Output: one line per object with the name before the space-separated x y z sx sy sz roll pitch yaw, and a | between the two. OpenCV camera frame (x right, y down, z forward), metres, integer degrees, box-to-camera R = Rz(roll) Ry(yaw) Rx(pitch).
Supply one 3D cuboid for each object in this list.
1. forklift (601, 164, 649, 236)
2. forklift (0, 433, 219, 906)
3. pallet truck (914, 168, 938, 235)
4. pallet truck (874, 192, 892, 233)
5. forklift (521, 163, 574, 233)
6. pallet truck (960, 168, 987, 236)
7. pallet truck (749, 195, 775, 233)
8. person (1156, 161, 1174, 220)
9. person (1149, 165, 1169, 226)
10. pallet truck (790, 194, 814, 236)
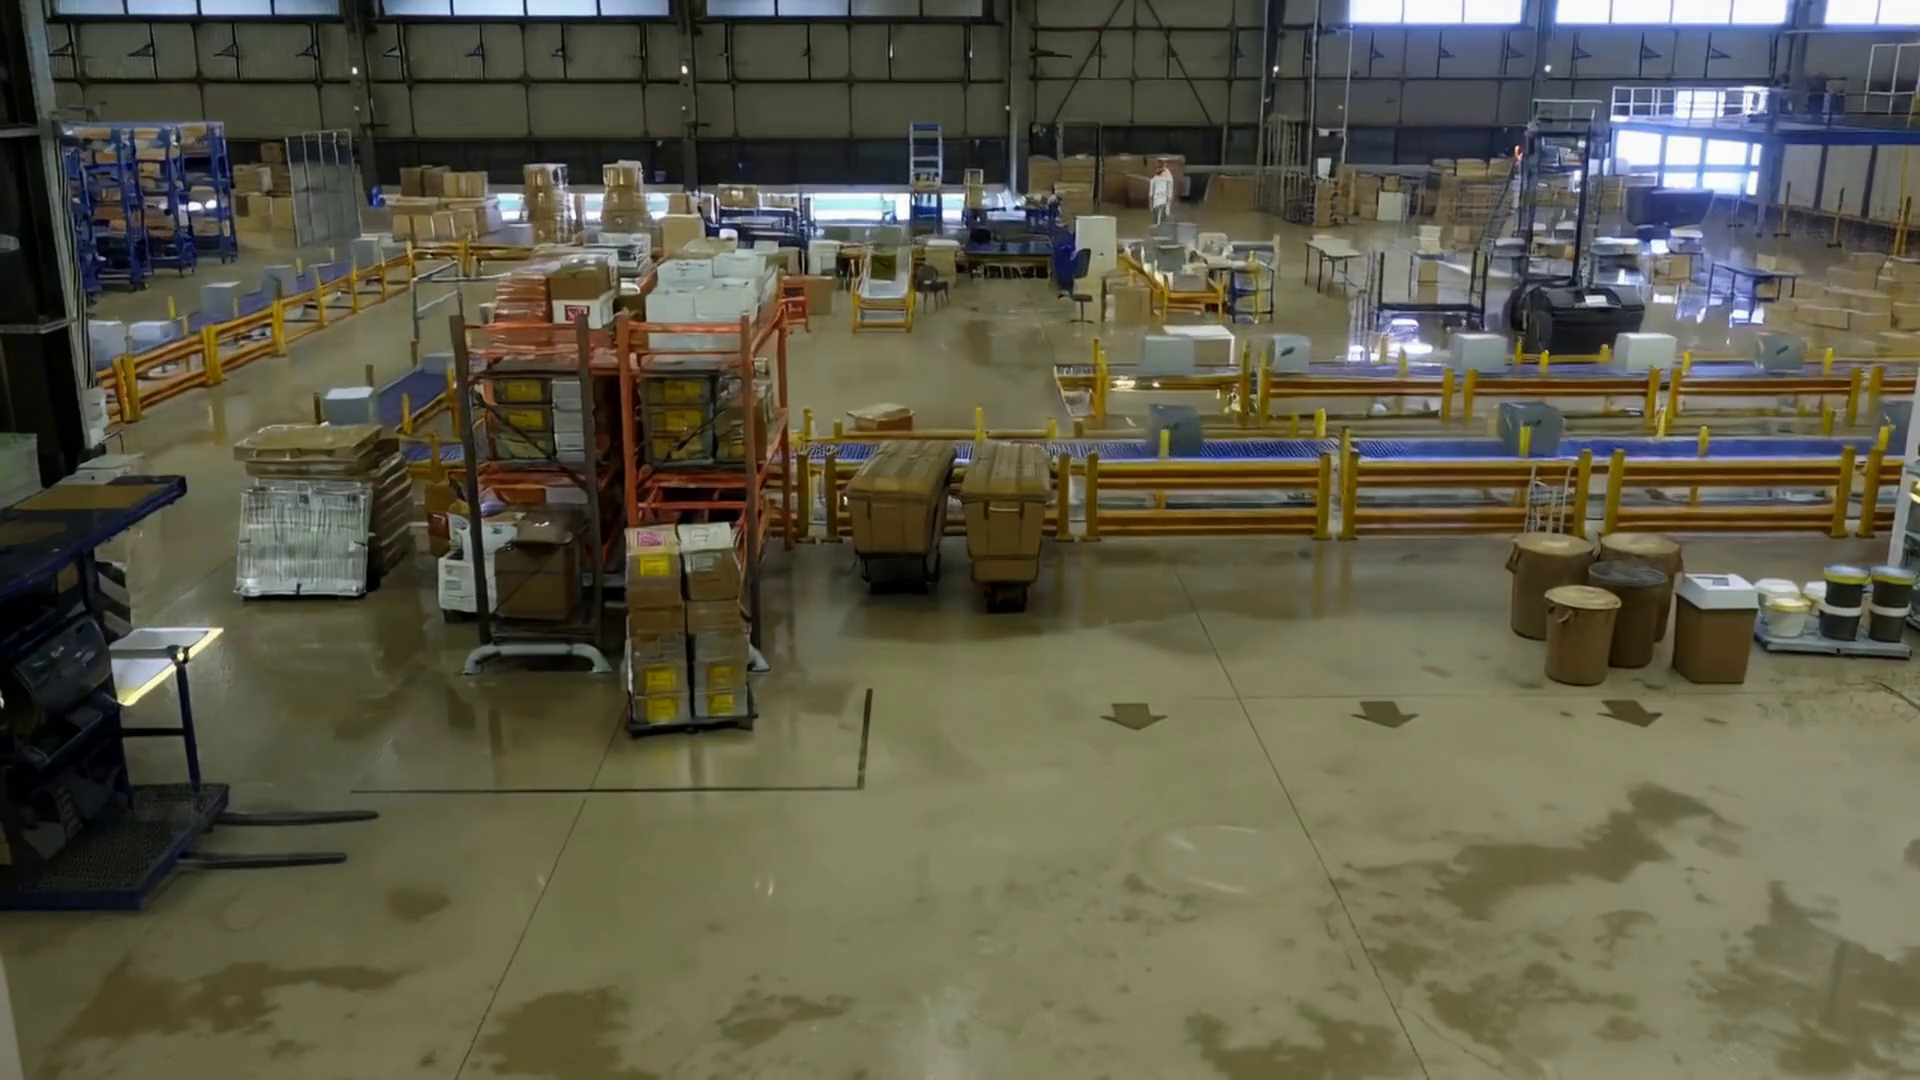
forklift | -9.948 -10.127 49.296 1.157 1.987 2.680 -1 16 -3
forklift | -5.952 0.780 10.366 1.873 2.768 1.129 0 16 -1
pallet truck | -0.989 -10.316 50.507 0.823 1.965 1.885 1 16 3
pallet truck | -2.277 -9.986 50.594 0.653 1.274 1.630 0 16 -1
forklift | -12.233 -10.122 49.298 1.157 1.987 2.680 0 16 -1
pallet truck | 0.383 -10.230 50.206 0.823 1.965 1.885 -1 16 -3
pallet truck | -6.051 -9.967 50.660 0.680 1.201 1.601 0 16 -1
person | 6.766 -11.489 54.737 0.642 1.913 0.409 13 21 38
person | 6.057 -10.513 51.147 0.637 2.018 0.824 -5 17 -16
pallet truck | -4.814 -9.883 50.259 0.704 1.261 1.522 -1 16 -3
